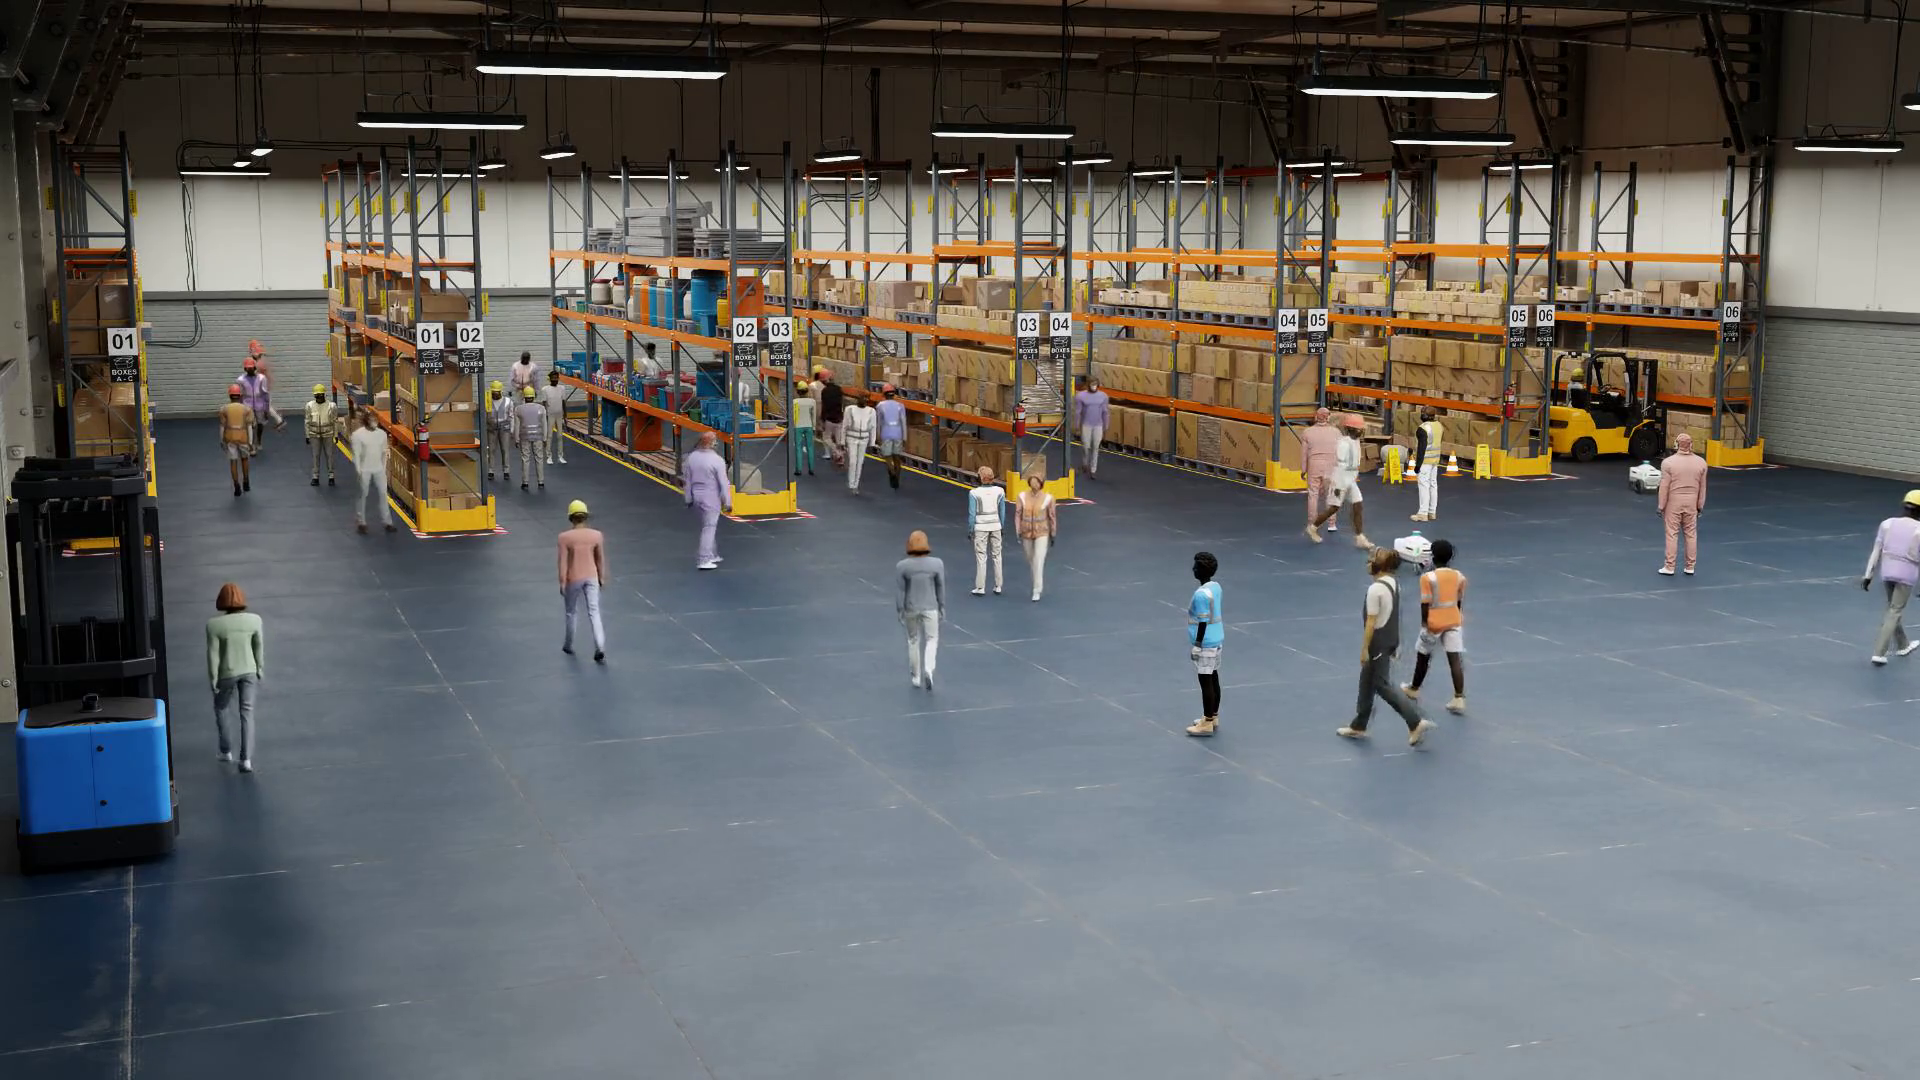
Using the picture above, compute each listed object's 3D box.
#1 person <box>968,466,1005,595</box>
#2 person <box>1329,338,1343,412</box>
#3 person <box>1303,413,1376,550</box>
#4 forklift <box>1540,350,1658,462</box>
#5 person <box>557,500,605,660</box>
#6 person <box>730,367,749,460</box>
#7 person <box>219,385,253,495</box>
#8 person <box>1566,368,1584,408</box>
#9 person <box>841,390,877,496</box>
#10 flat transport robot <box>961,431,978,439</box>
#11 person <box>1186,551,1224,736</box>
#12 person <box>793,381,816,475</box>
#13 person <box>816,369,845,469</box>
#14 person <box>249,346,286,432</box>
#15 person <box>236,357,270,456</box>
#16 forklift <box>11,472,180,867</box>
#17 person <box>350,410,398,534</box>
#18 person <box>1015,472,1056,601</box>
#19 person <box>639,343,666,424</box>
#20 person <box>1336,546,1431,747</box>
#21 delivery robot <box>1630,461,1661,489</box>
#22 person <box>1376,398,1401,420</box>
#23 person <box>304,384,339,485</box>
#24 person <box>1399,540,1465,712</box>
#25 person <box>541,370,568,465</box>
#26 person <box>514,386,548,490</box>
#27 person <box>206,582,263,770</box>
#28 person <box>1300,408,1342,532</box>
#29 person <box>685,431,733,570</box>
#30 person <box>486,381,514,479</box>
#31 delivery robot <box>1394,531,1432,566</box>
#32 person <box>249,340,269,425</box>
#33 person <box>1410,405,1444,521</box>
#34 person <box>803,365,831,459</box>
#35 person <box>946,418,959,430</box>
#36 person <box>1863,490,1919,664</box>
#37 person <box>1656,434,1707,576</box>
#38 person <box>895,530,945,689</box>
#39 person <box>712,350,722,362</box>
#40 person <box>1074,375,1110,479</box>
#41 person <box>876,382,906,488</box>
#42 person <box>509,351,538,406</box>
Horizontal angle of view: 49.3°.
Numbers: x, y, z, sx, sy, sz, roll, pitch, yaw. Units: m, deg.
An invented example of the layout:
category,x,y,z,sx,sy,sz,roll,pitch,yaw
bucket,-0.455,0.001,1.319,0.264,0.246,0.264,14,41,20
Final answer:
category,x,y,z,sx,sy,sz,roll,pitch,yaw
person,0.341,-0.118,26.623,0.512,1.642,0.311,-4,9,-22
person,9.195,-3.978,51.372,0.543,1.939,0.360,-2,9,-14
person,5.551,-0.873,30.536,1.050,1.995,0.619,6,10,34
forklift,12.897,-2.725,42.309,2.313,2.155,1.214,-3,9,-21
person,-4.090,0.425,22.724,0.542,1.724,0.906,-5,10,-28
person,-4.508,-2.565,42.089,0.543,1.903,0.963,-3,9,-16
person,-12.705,-1.767,36.767,0.548,1.903,0.892,-3,9,-21
person,12.793,-2.697,43.475,0.322,1.742,0.493,-3,9,-21
person,-1.751,-1.690,36.420,0.607,1.842,0.699,-3,9,-17
flat transport robot,-0.380,-2.258,45.575,1.431,0.197,0.652,2,9,14
person,2.263,0.947,19.334,0.321,1.697,0.529,3,9,21
person,-2.966,-2.113,39.505,0.533,1.768,0.311,-4,9,-24
person,-2.469,-2.325,40.298,0.493,1.949,0.723,6,10,34
person,-15.938,-3.455,47.843,0.948,1.959,0.611,-3,9,-18
person,-14.497,-2.752,42.948,0.619,2.019,0.788,-4,9,-22
forklift,-6.630,0.886,15.957,1.129,2.768,1.873,-3,9,-21
person,-8.913,-1.019,31.810,0.651,1.884,1.008,-8,11,-42
person,0.970,-0.077,26.466,0.495,1.602,0.779,3,9,18
person,-7.255,-3.681,49.456,0.617,1.906,1.019,-4,9,-25
person,3.870,0.957,18.934,0.881,1.813,0.523,5,10,32
delivery robot,12.107,-1.152,36.949,0.477,0.478,0.707,-1,8,-5
person,9.394,-3.111,45.917,0.629,1.840,0.429,-2,9,-16
person,-11.569,-1.912,37.947,0.600,1.831,0.404,-1,9,-9
person,4.656,0.811,20.378,0.548,1.640,0.889,-4,9,-23
person,-7.984,-2.420,41.252,0.511,1.861,0.312,-6,10,-33
person,-7.650,-1.821,37.328,0.590,1.837,0.404,-3,9,-18
person,-6.300,1.162,18.163,0.516,1.607,0.629,-6,10,-35
person,5.546,-1.079,32.143,0.642,1.909,0.399,2,9,11
person,-3.364,-0.555,28.712,0.681,1.880,0.777,6,11,36
person,-8.551,-2.037,38.789,0.592,1.828,0.404,-1,9,-7
delivery robot,6.199,0.121,28.460,0.477,0.478,0.707,-3,9,-16
person,-16.635,-3.739,49.632,0.408,1.981,0.612,0,9,-2
person,7.430,-1.233,33.389,0.429,1.842,0.634,8,11,41
person,-2.862,-2.591,42.312,0.600,1.881,0.943,-4,10,-27
person,-0.223,-3.374,47.461,0.627,1.903,0.451,-6,11,-36
person,10.102,0.392,22.487,0.951,1.860,0.669,-6,10,-35
person,9.673,-0.477,28.133,0.653,1.906,0.405,-1,9,-6
person,-0.401,0.709,21.158,0.511,1.616,0.603,0,9,2
person,-6.058,-3.898,51.911,0.653,1.614,0.514,1,9,4
person,2.463,-2.095,38.856,0.655,1.924,0.442,-1,9,-8
person,-1.208,-1.861,37.365,0.548,1.910,0.680,-3,9,-18
person,-10.089,-3.481,48.496,0.654,1.811,0.820,0,9,-2
